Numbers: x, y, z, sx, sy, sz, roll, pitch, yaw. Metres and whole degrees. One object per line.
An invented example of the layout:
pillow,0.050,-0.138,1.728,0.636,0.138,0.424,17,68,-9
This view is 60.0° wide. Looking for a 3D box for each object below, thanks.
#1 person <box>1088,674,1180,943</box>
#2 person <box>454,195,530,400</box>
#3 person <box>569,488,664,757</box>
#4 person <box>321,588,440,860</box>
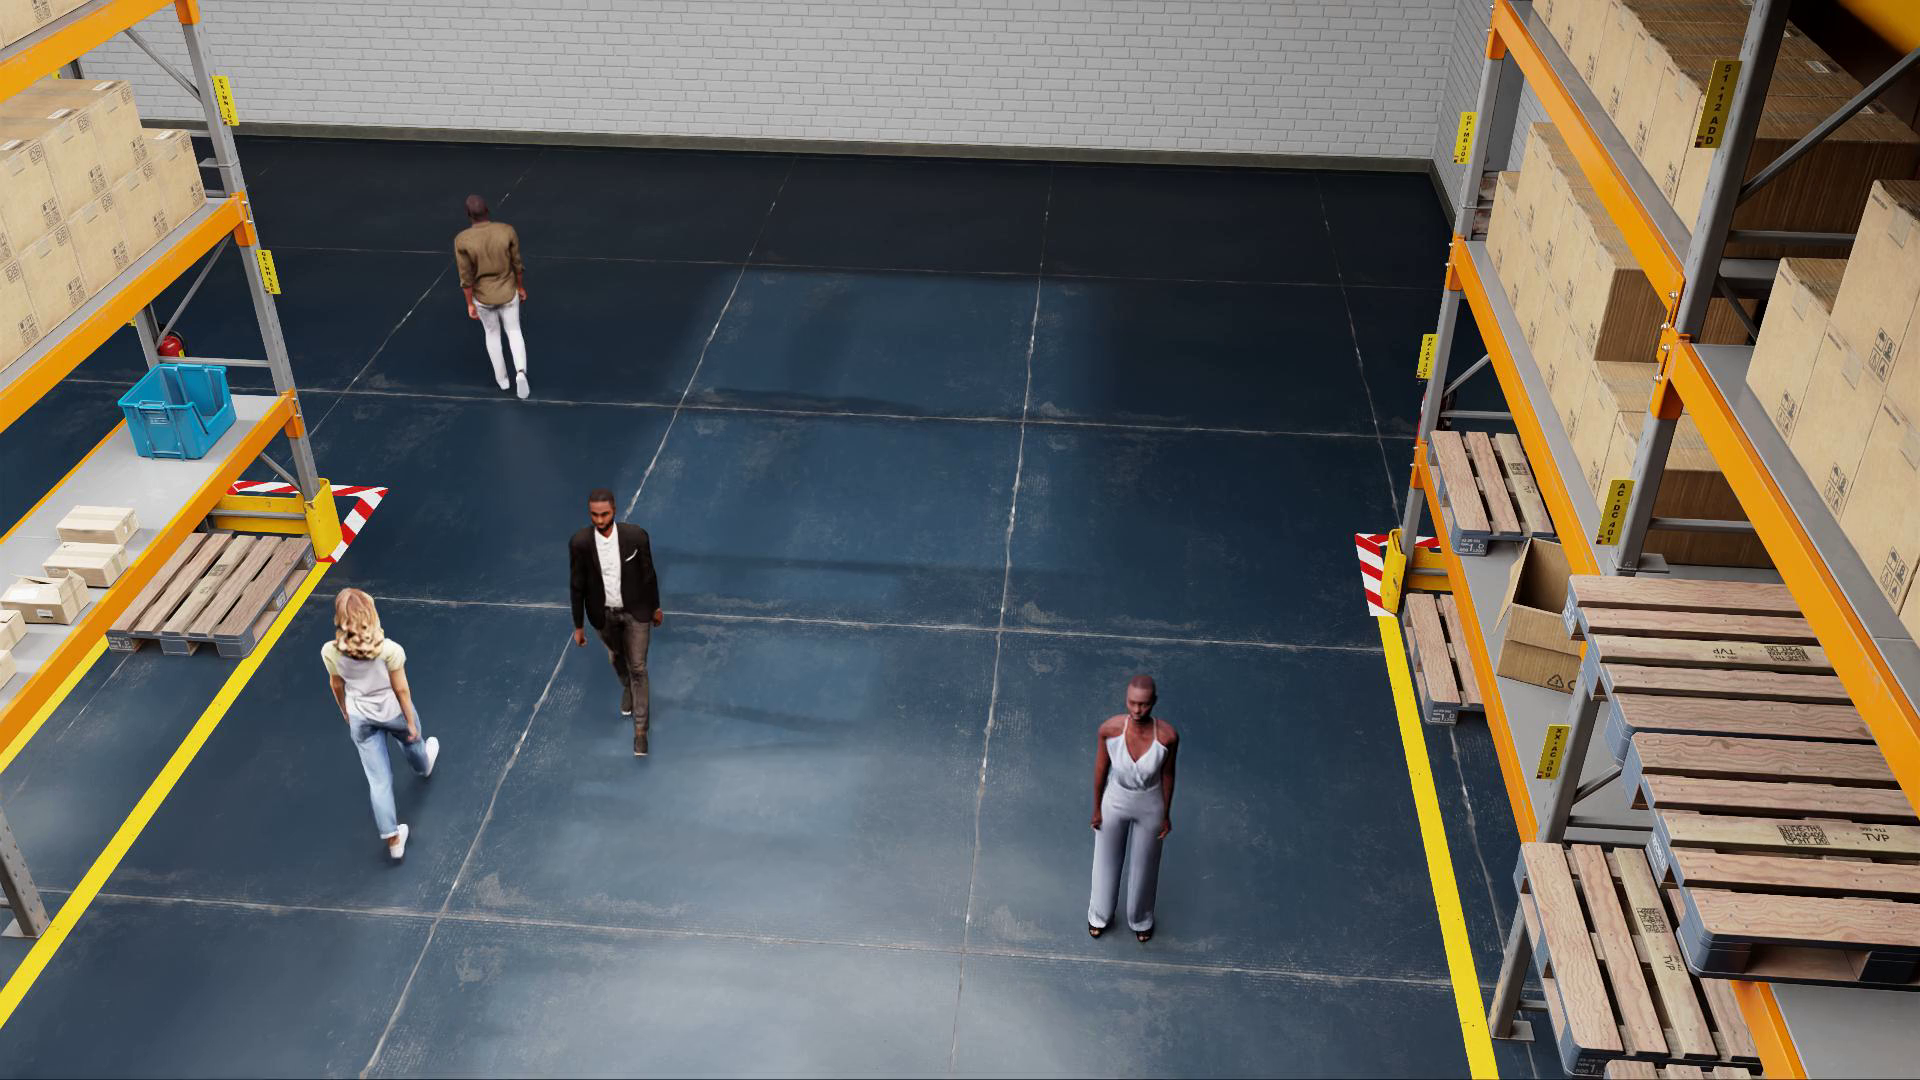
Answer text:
person,0.923,1.448,8.916,0.579,1.783,0.478,4,34,6
person,-3.923,-2.030,14.131,0.966,1.802,1.086,-14,36,-19
person,-2.150,0.411,10.492,0.793,1.766,1.129,-3,34,-4
person,-3.356,1.095,9.548,0.750,1.671,1.172,-2,34,-3
